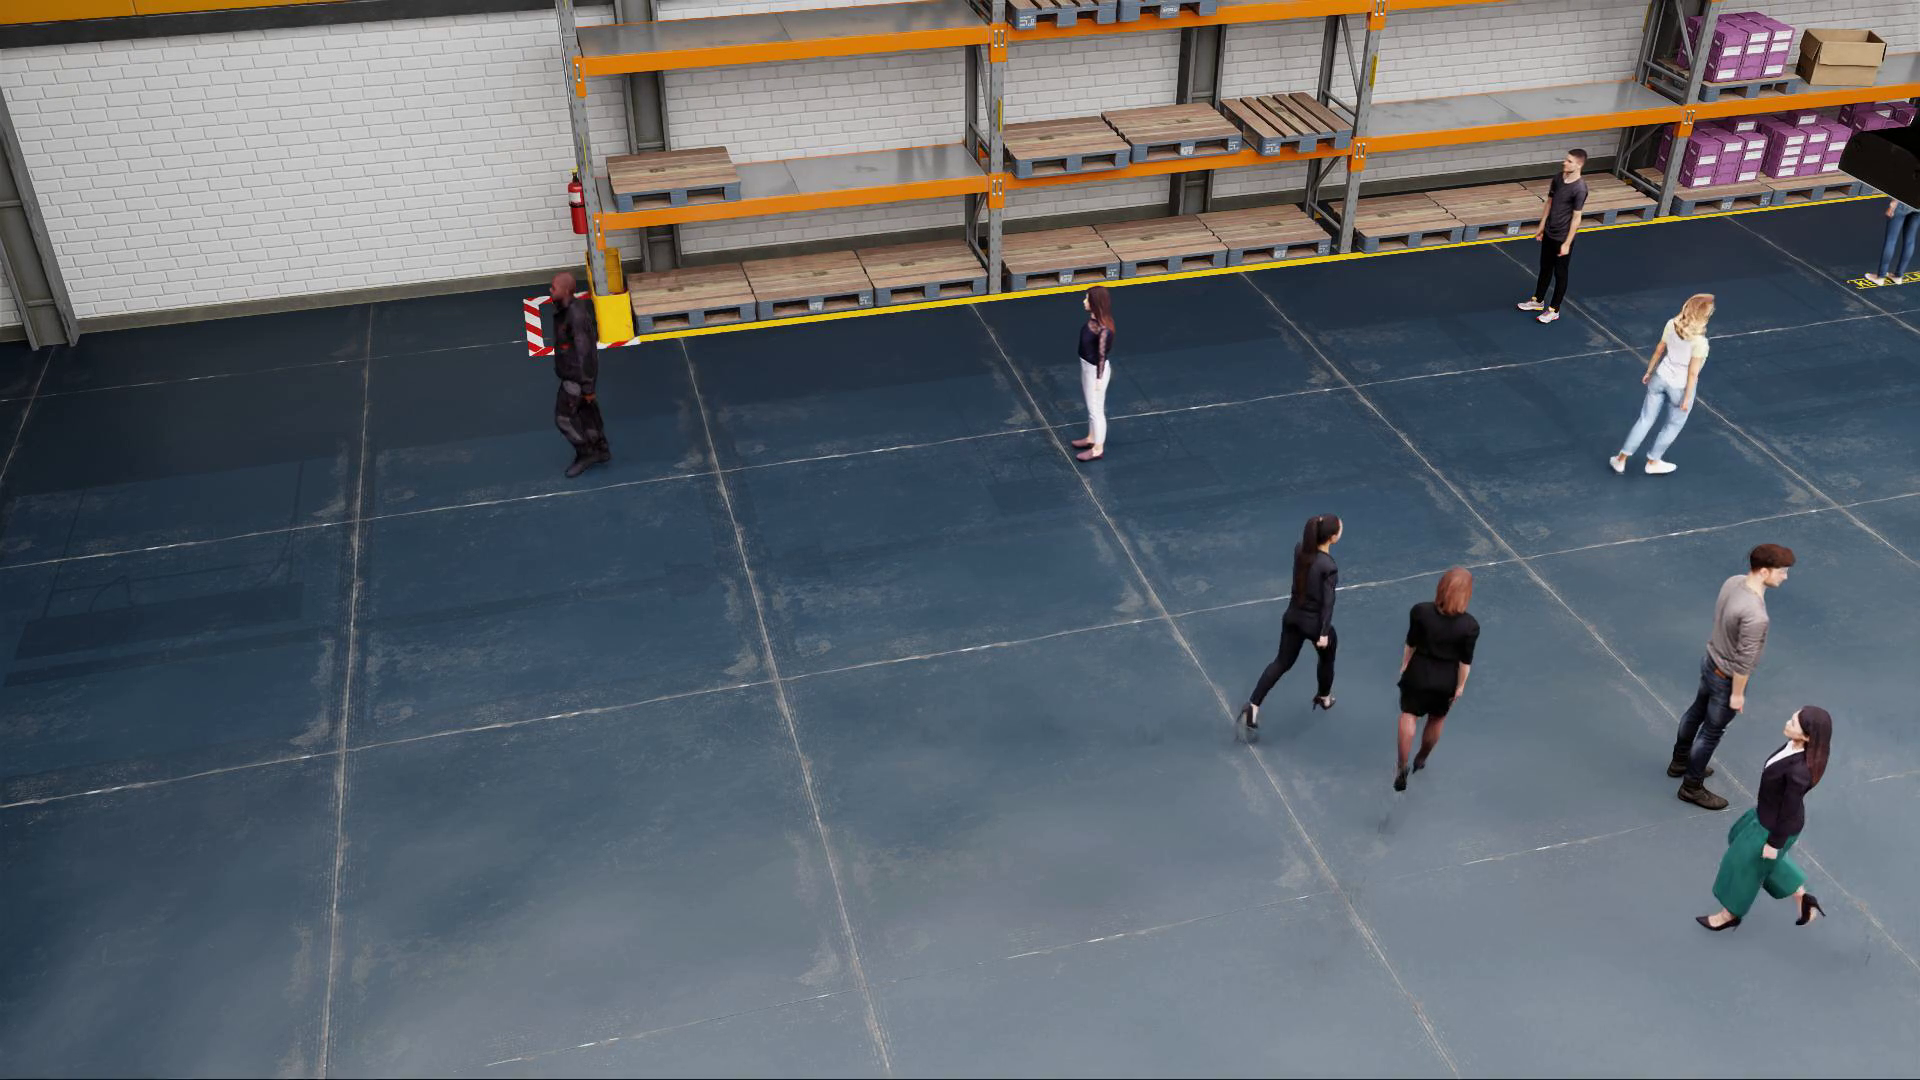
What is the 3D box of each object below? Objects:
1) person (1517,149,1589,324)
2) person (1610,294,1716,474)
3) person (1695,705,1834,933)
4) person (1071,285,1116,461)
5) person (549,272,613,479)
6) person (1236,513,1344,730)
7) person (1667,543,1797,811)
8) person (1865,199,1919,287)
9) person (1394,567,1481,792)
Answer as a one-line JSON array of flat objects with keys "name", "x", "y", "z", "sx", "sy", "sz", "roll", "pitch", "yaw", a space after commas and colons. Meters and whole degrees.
[{"name": "person", "x": 5.949, "y": -3.033, "z": 16.494, "sx": 0.562, "sy": 1.764, "sz": 0.651, "roll": -11, "pitch": 35, "yaw": -16}, {"name": "person", "x": 5.909, "y": -1.278, "z": 13.914, "sx": 0.820, "sy": 1.699, "sz": 0.741, "roll": -18, "pitch": 38, "yaw": -25}, {"name": "person", "x": 4.726, "y": 1.651, "z": 9.485, "sx": 0.976, "sy": 1.723, "sz": 0.912, "roll": 17, "pitch": 37, "yaw": 24}, {"name": "person", "x": 1.142, "y": -1.443, "z": 14.244, "sx": 0.594, "sy": 1.608, "sz": 0.633, "roll": -2, "pitch": 34, "yaw": -2}, {"name": "person", "x": -3.126, "y": -1.421, "z": 14.030, "sx": 0.743, "sy": 1.808, "sz": 0.761, "roll": -14, "pitch": 36, "yaw": -20}, {"name": "person", "x": 2.254, "y": 0.595, "z": 11.118, "sx": 1.145, "sy": 1.674, "sz": 0.800, "roll": -19, "pitch": 38, "yaw": -26}, {"name": "person", "x": 4.858, "y": 0.832, "z": 10.556, "sx": 0.719, "sy": 1.901, "sz": 0.756, "roll": 5, "pitch": 34, "yaw": 7}, {"name": "person", "x": 9.821, "y": -3.465, "z": 17.174, "sx": 0.469, "sy": 1.731, "sz": 0.652, "roll": -5, "pitch": 34, "yaw": -7}, {"name": "person", "x": 2.994, "y": 0.927, "z": 10.601, "sx": 0.899, "sy": 1.693, "sz": 0.929, "roll": 14, "pitch": 36, "yaw": 20}]
